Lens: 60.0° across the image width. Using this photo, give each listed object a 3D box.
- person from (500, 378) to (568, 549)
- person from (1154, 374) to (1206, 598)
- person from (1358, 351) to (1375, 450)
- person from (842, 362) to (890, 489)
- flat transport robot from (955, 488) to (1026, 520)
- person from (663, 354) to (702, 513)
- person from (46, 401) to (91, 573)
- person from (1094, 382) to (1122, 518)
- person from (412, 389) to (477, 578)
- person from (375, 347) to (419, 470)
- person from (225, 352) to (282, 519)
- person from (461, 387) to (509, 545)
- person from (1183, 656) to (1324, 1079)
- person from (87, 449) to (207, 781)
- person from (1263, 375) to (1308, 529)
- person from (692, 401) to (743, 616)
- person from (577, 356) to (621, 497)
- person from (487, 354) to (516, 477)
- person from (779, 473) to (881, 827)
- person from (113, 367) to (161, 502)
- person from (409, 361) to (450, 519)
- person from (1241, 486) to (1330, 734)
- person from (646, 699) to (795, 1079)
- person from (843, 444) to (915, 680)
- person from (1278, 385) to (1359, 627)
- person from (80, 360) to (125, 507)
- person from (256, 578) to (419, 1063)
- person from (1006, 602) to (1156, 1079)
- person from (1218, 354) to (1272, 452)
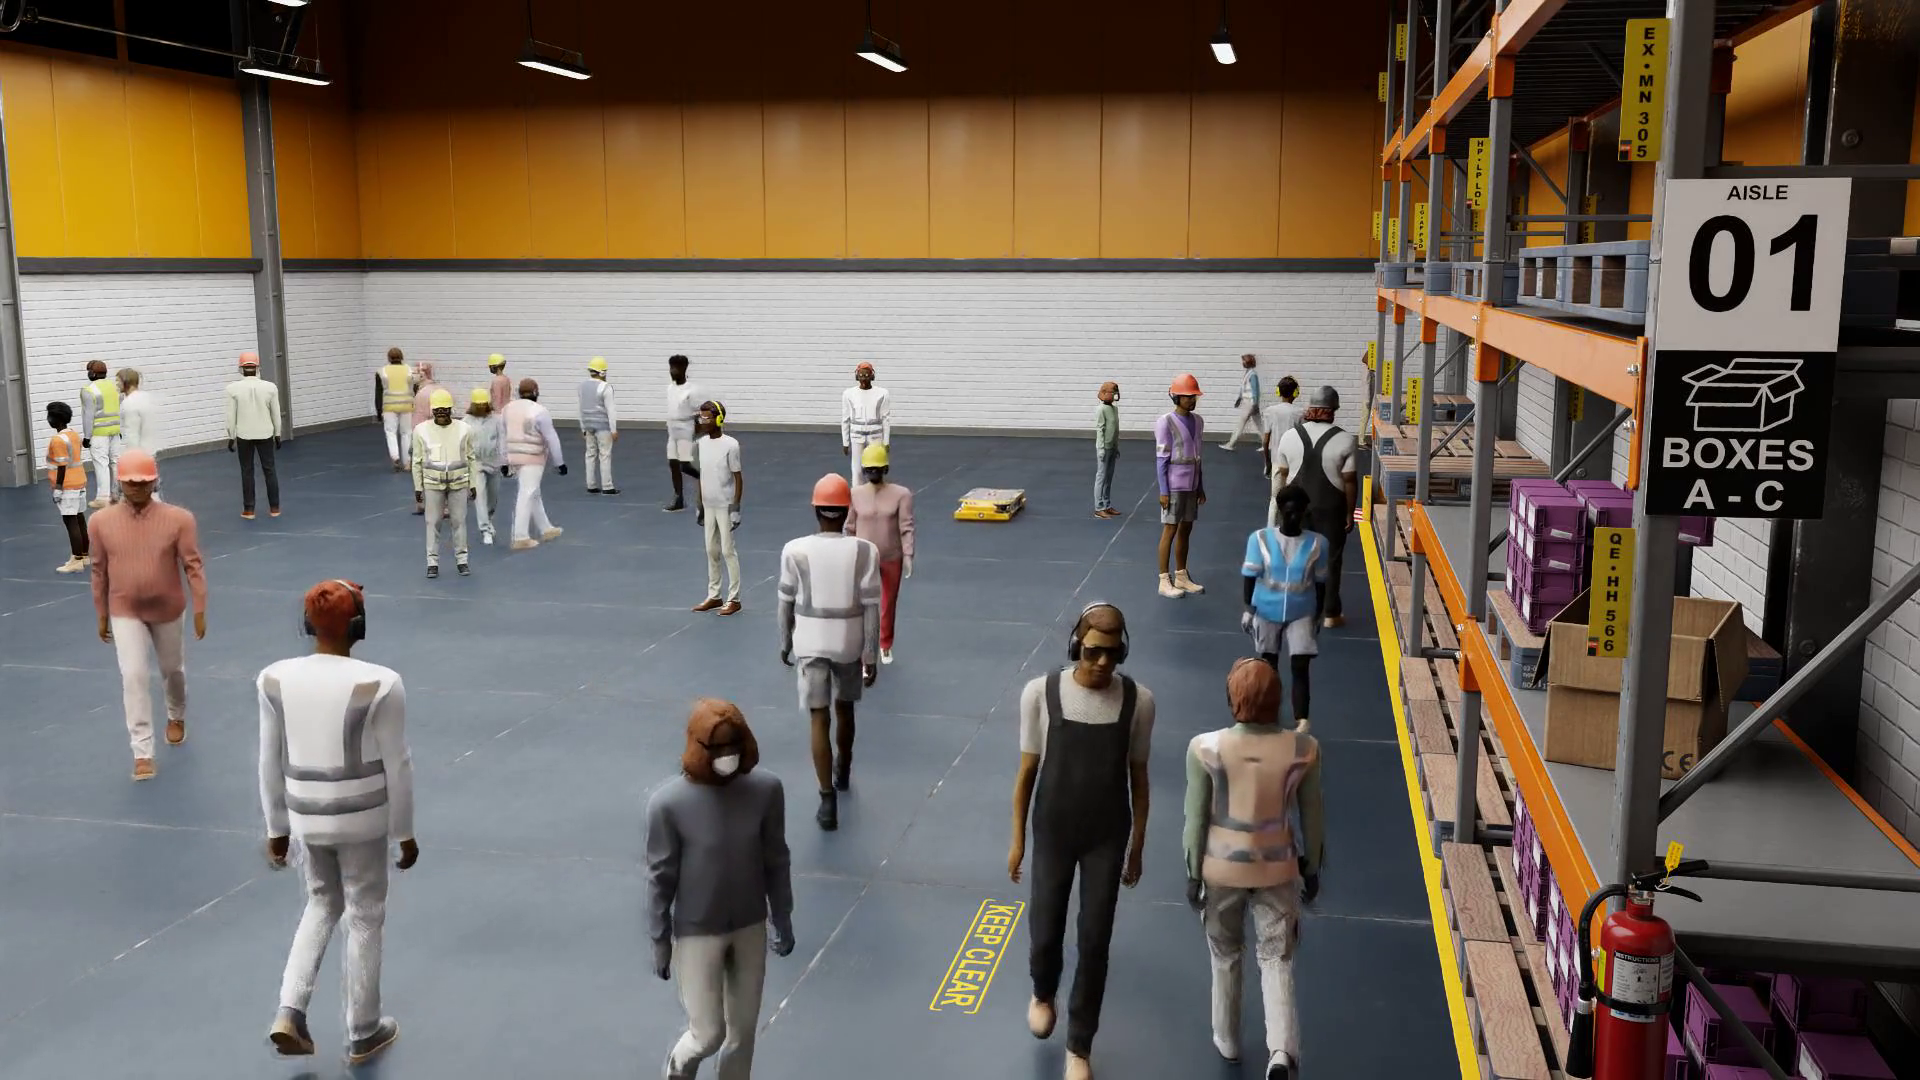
[{"bbox_3d":[-4.562,-0.831,17.942,0.651,1.803,0.871,6,11,34],"label":"person"},{"bbox_3d":[2.039,-0.497,15.204,0.376,2.043,0.609,9,13,44],"label":"person"},{"bbox_3d":[6.703,-2.301,27.302,0.266,1.631,0.507,3,10,16],"label":"person"},{"bbox_3d":[-1.116,-1.178,19.797,0.576,1.882,0.338,0,9,0],"label":"person"},{"bbox_3d":[0.386,-0.450,20.245,0.652,0.197,1.431,2,10,10],"label":"flat transport robot"},{"bbox_3d":[-3.356,-1.312,20.401,0.630,1.948,0.611,-9,13,-44],"label":"person"},{"bbox_3d":[-8.803,-0.524,16.400,0.320,1.699,0.532,-2,10,-11],"label":"person"},{"bbox_3d":[1.782,-1.087,19.987,0.284,1.633,0.500,5,11,28],"label":"person"},{"bbox_3d":[-4.994,-0.547,16.145,0.600,1.827,0.404,-4,10,-22],"label":"person"},{"bbox_3d":[-8.229,-1.913,24.383,0.642,1.834,0.567,-4,10,-22],"label":"person"},{"bbox_3d":[-8.453,-1.254,19.915,0.623,1.989,0.400,-6,11,-33],"label":"person"},{"bbox_3d":[-5.238,-0.839,18.252,0.496,1.713,0.806,-5,11,-26],"label":"person"},{"bbox_3d":[1.077,1.233,6.078,0.521,1.612,0.709,0,9,2],"label":"person"},{"bbox_3d":[-4.930,0.393,10.139,0.628,1.957,0.989,-4,10,-21],"label":"person"},{"bbox_3d":[3.443,-0.795,17.509,0.513,1.875,0.328,5,11,29],"label":"person"},{"bbox_3d":[-2.097,-0.277,14.398,0.523,1.870,0.317,8,12,40],"label":"person"},{"bbox_3d":[-4.717,-1.483,21.778,0.600,1.829,0.404,6,11,31],"label":"person"},{"bbox_3d":[-6.567,-1.776,23.745,0.329,1.765,0.533,1,9,5],"label":"person"},{"bbox_3d":[-0.724,0.570,9.254,0.552,1.883,0.977,-2,10,-10],"label":"person"},{"bbox_3d":[-8.951,-0.911,18.061,0.508,1.918,0.654,-2,10,-11],"label":"person"},{"bbox_3d":[-6.411,-1.180,19.815,0.676,1.883,0.658,-1,9,-4],"label":"person"},{"bbox_3d":[2.055,0.471,10.537,0.548,1.646,0.886,2,10,10],"label":"person"},{"bbox_3d":[-0.804,1.308,5.591,0.512,1.612,0.398,-7,12,-36],"label":"person"},{"bbox_3d":[-0.604,0.140,12.348,0.528,1.720,0.898,-1,9,-5],"label":"person"},{"bbox_3d":[3.033,-0.297,14.006,0.680,2.000,0.535,5,11,28],"label":"person"},{"bbox_3d":[-10.756,-1.332,20.844,0.429,1.844,0.624,3,10,15],"label":"person"},{"bbox_3d":[-2.338,1.079,6.231,0.575,1.870,0.478,2,10,11],"label":"person"},{"bbox_3d":[0.446,1.105,6.213,0.549,1.827,0.479,0,9,0],"label":"person"},{"bbox_3d":[4.663,-2.209,26.881,0.884,1.584,0.519,1,9,4],"label":"person"}]
